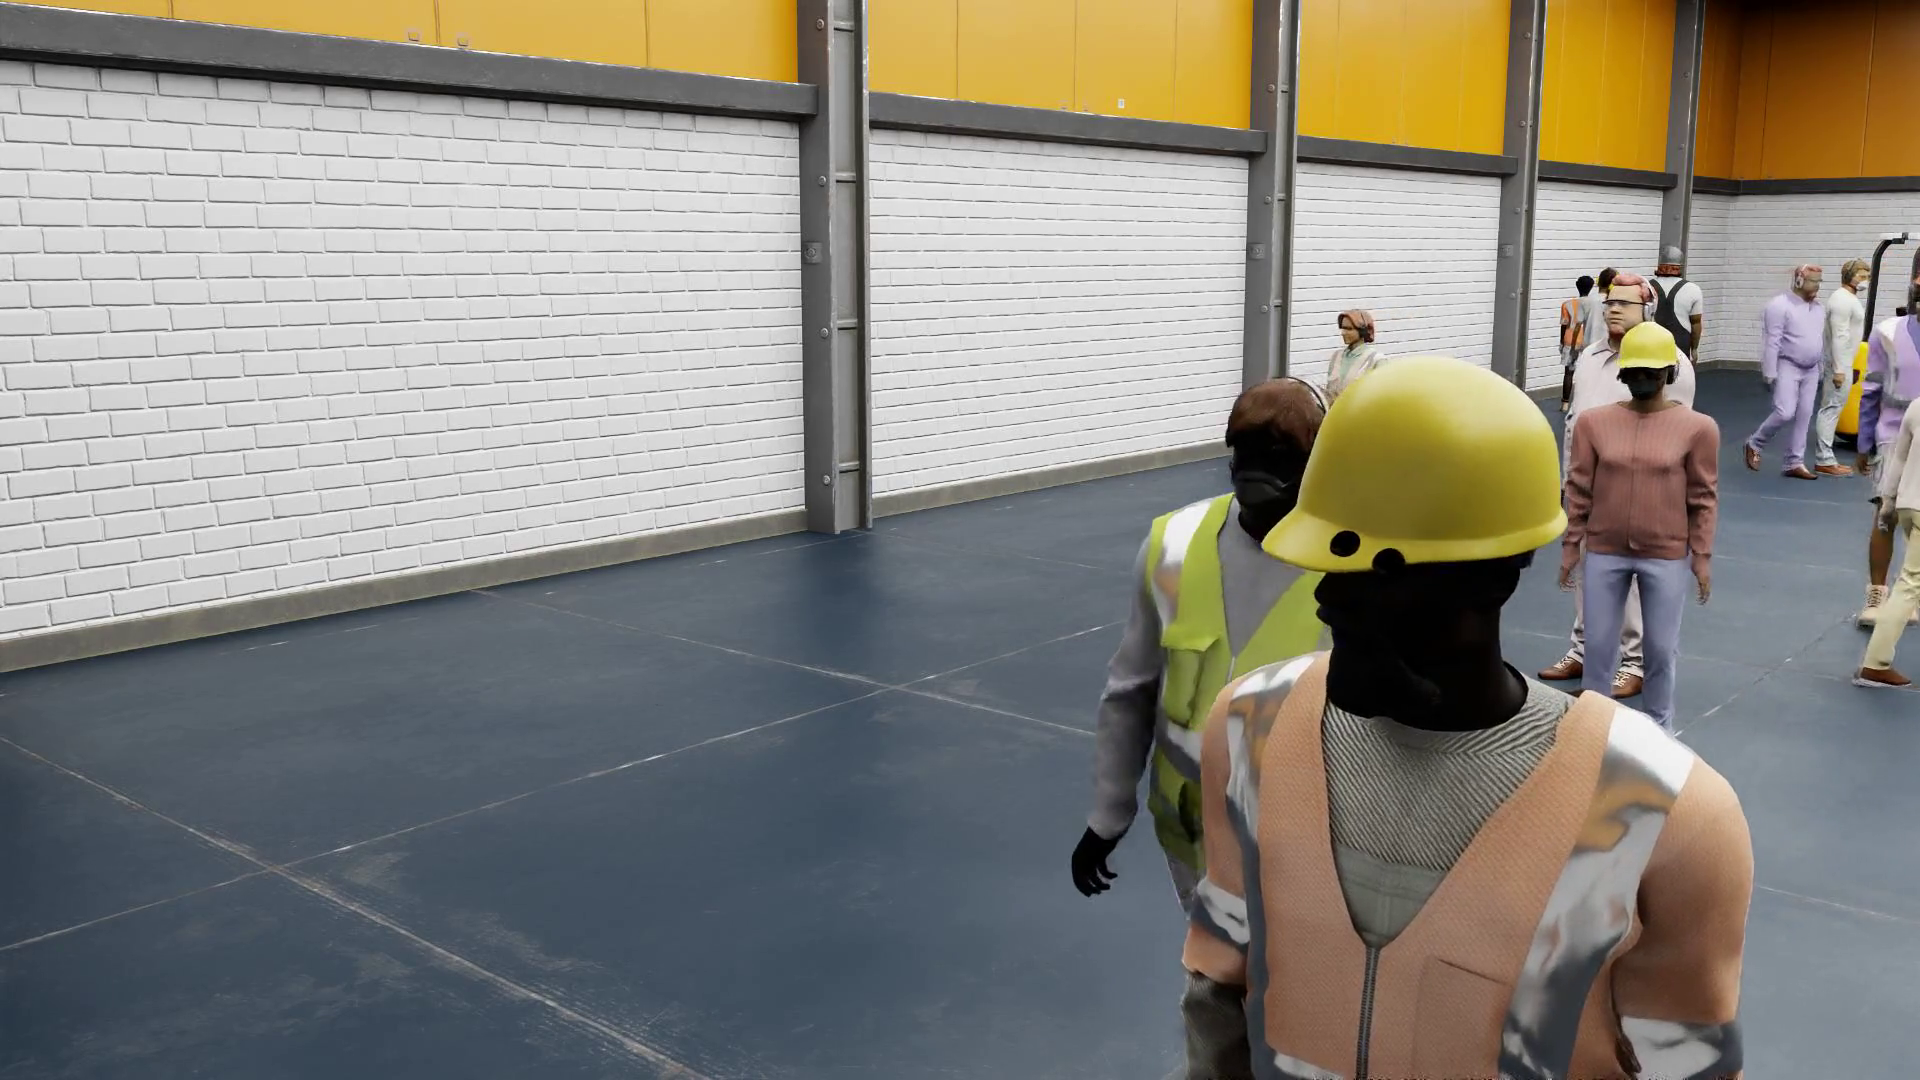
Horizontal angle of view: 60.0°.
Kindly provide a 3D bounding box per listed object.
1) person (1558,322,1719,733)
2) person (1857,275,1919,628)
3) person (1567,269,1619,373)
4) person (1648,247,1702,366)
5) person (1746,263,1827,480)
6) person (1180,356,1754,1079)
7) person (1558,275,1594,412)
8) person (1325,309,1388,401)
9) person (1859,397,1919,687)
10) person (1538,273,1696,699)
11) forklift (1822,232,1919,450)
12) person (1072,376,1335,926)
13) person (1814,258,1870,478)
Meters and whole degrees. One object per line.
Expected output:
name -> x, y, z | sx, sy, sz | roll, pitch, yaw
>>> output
person -> 2.543, 0.066, 6.275 | 0.557, 1.765, 0.380 | 6, 11, 29
person -> 5.063, -0.502, 8.762 | 0.617, 2.001, 0.767 | 7, 12, 33
person -> 6.719, -1.946, 17.563 | 0.543, 1.807, 0.954 | 5, 11, 26
person -> 7.377, -2.037, 17.403 | 0.689, 2.000, 0.537 | 5, 11, 26
person -> 7.347, -1.486, 14.670 | 0.675, 1.889, 0.555 | -4, 11, -21
person -> 0.479, 0.768, 1.762 | 0.590, 1.923, 0.384 | 8, 13, 40
person -> 7.666, -2.412, 20.538 | 0.534, 1.691, 0.318 | 2, 10, 14
person -> 2.566, -0.683, 10.842 | 0.310, 1.636, 0.522 | -6, 12, -30
person -> 4.534, -0.104, 7.634 | 0.768, 1.588, 0.517 | -1, 10, -7
person -> 2.974, -0.247, 7.576 | 0.409, 1.913, 0.650 | -5, 11, -24
forklift -> 9.955, -1.972, 16.595 | 2.313, 2.155, 1.214 | 1, 10, 8
person -> 0.616, 0.566, 3.306 | 0.638, 1.803, 0.970 | 8, 12, 37
person -> 7.859, -1.534, 14.844 | 0.376, 1.934, 0.629 | 6, 11, 30
